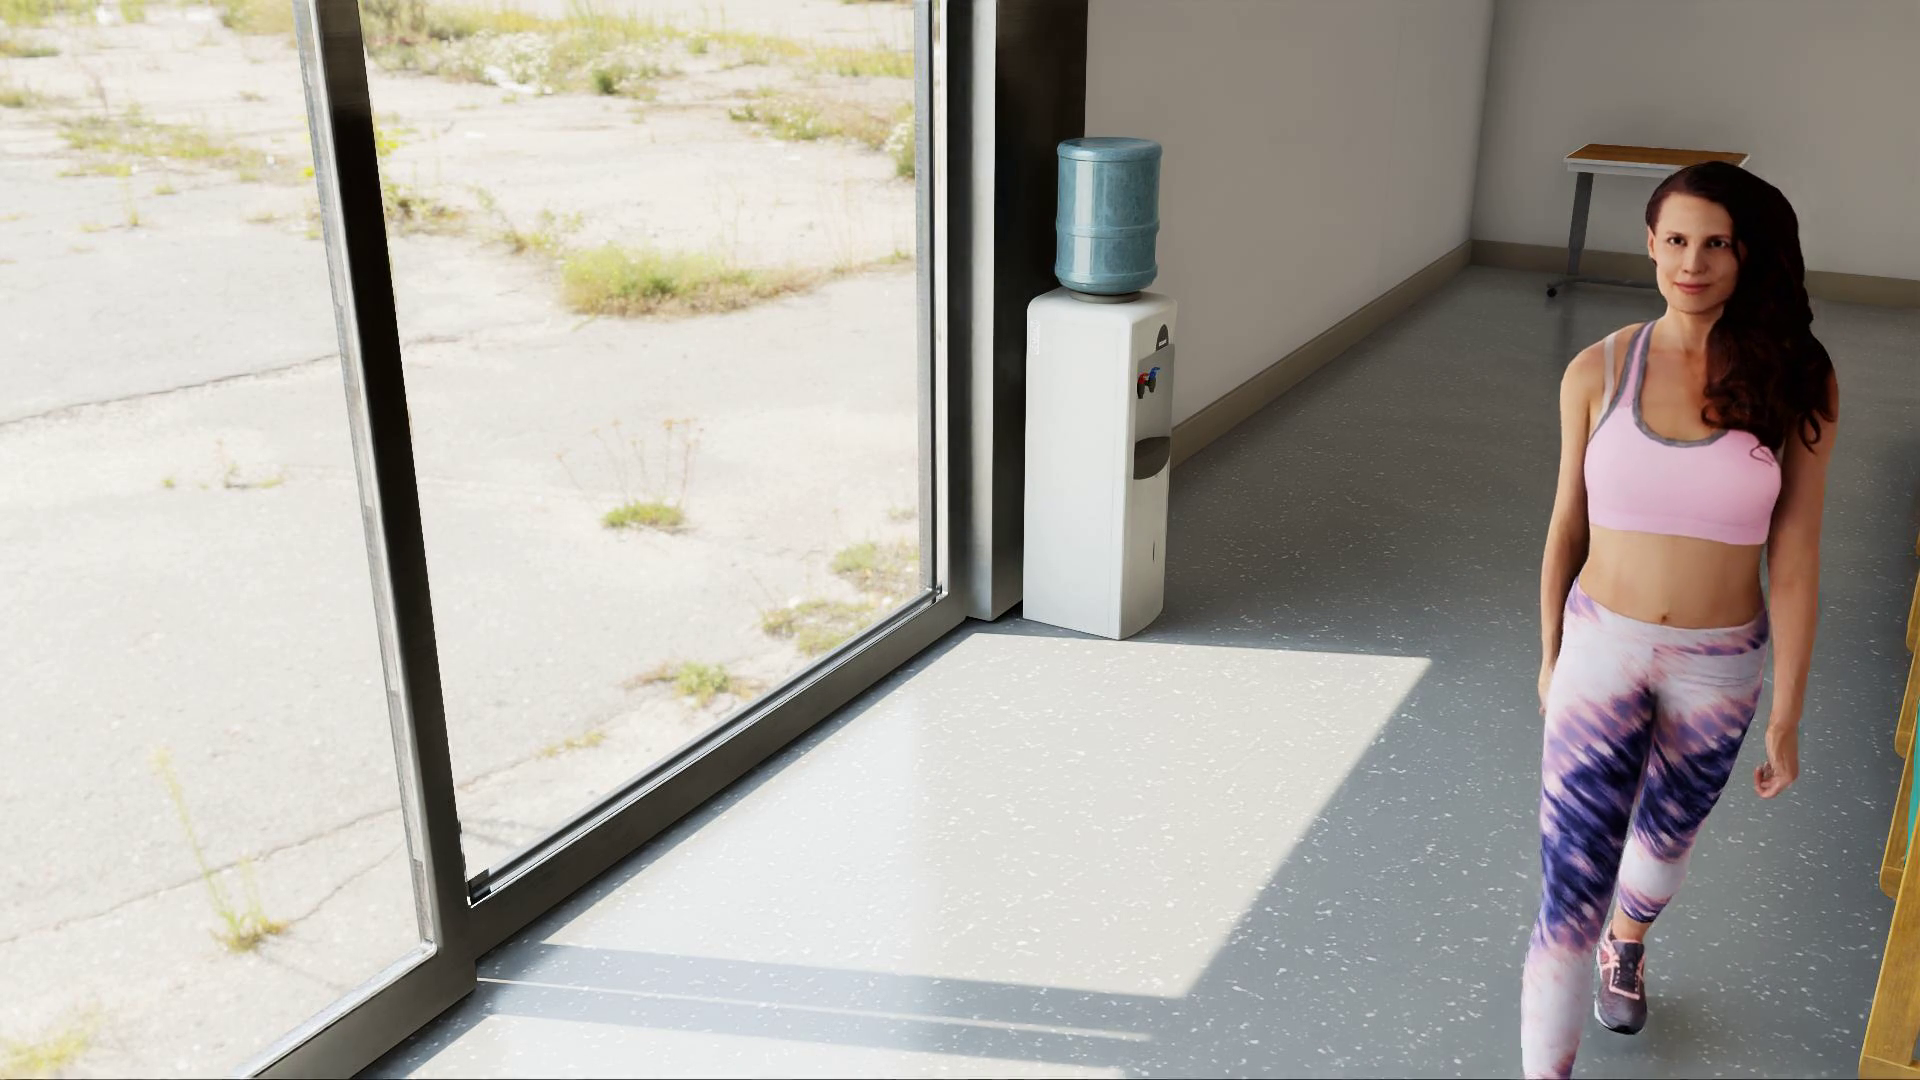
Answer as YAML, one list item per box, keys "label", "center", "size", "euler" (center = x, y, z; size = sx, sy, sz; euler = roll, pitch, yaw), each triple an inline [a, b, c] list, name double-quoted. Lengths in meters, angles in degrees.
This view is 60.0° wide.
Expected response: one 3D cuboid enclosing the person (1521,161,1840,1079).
- label: "person"
  center: [1.235, 0.238, 2.934]
  size: [1.145, 1.720, 0.762]
  euler: [9, 22, 22]
